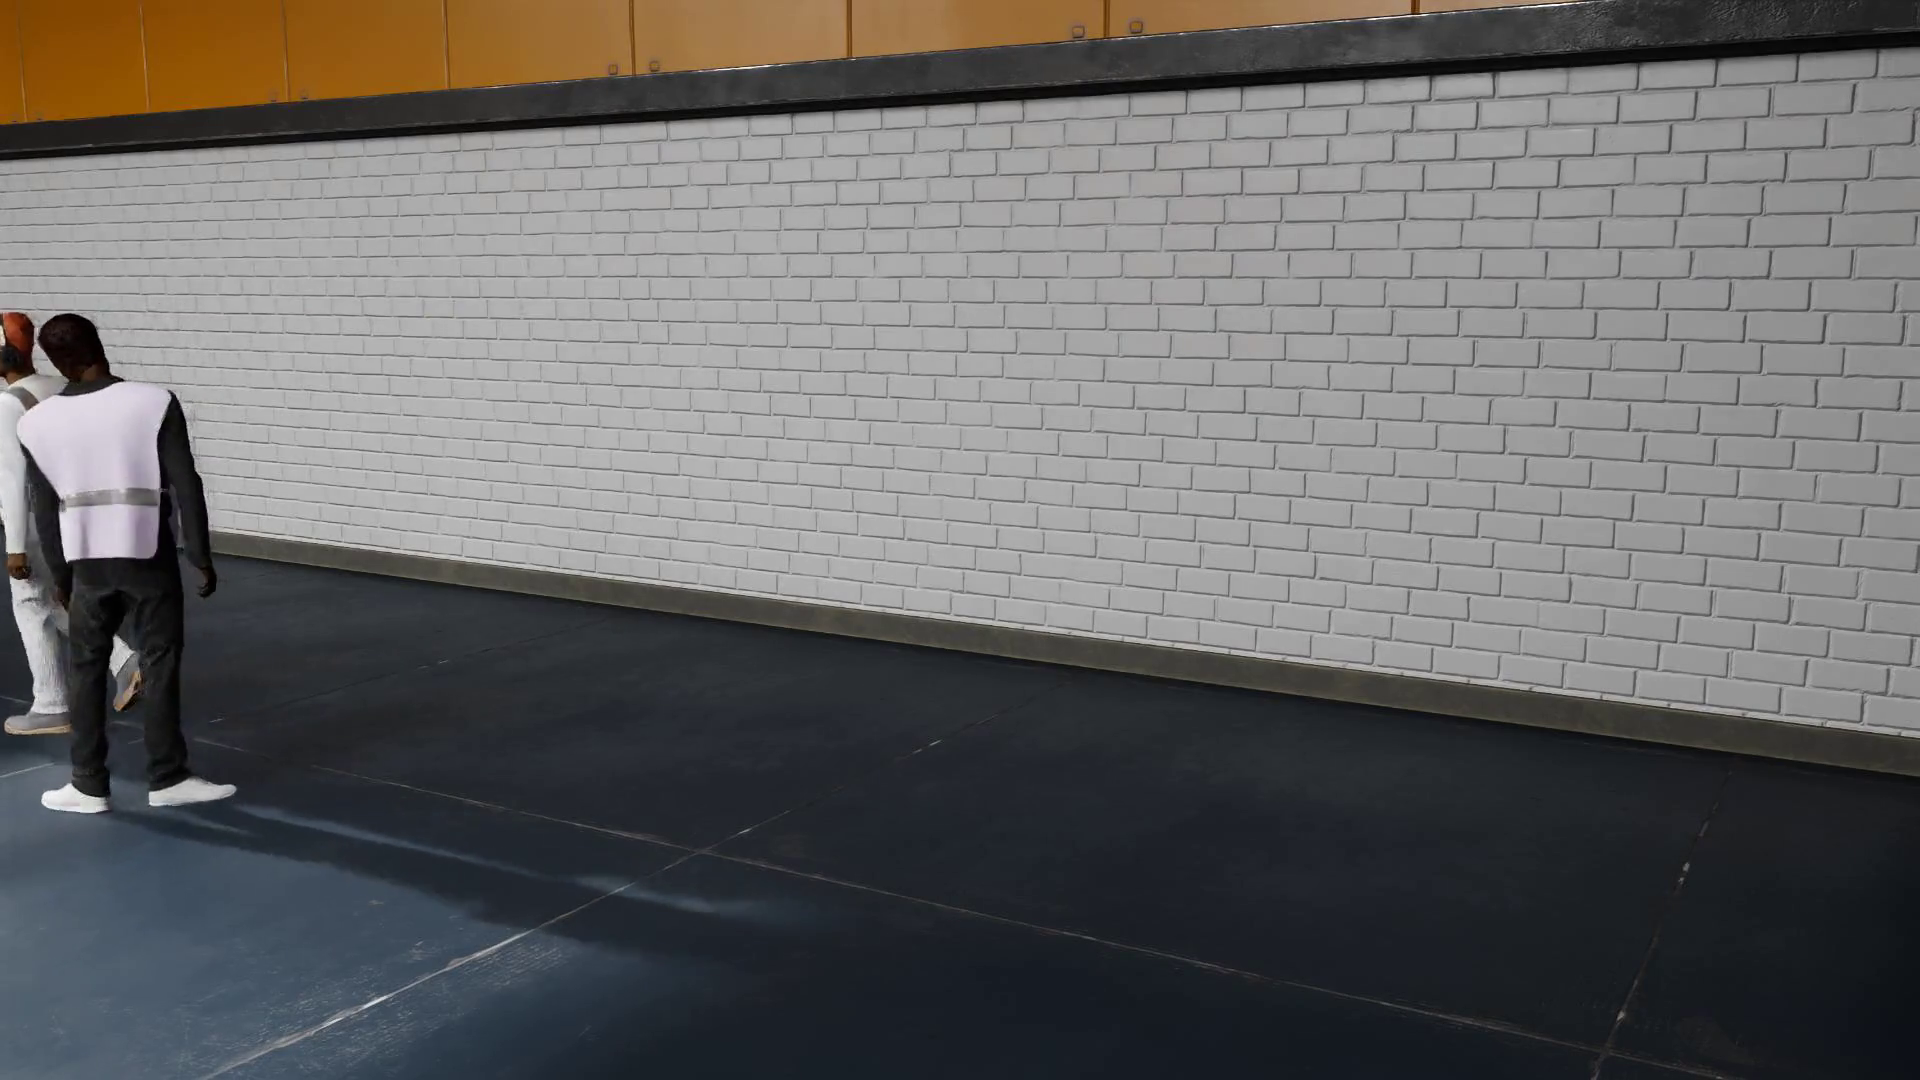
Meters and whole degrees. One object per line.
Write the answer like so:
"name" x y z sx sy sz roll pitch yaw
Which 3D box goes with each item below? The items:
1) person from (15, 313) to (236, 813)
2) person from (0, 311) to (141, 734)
"person" -3.129 0.101 6.231 0.692 1.877 0.375 0 9 -2
"person" -3.920 -0.056 7.211 0.542 1.867 0.606 0 9 0
